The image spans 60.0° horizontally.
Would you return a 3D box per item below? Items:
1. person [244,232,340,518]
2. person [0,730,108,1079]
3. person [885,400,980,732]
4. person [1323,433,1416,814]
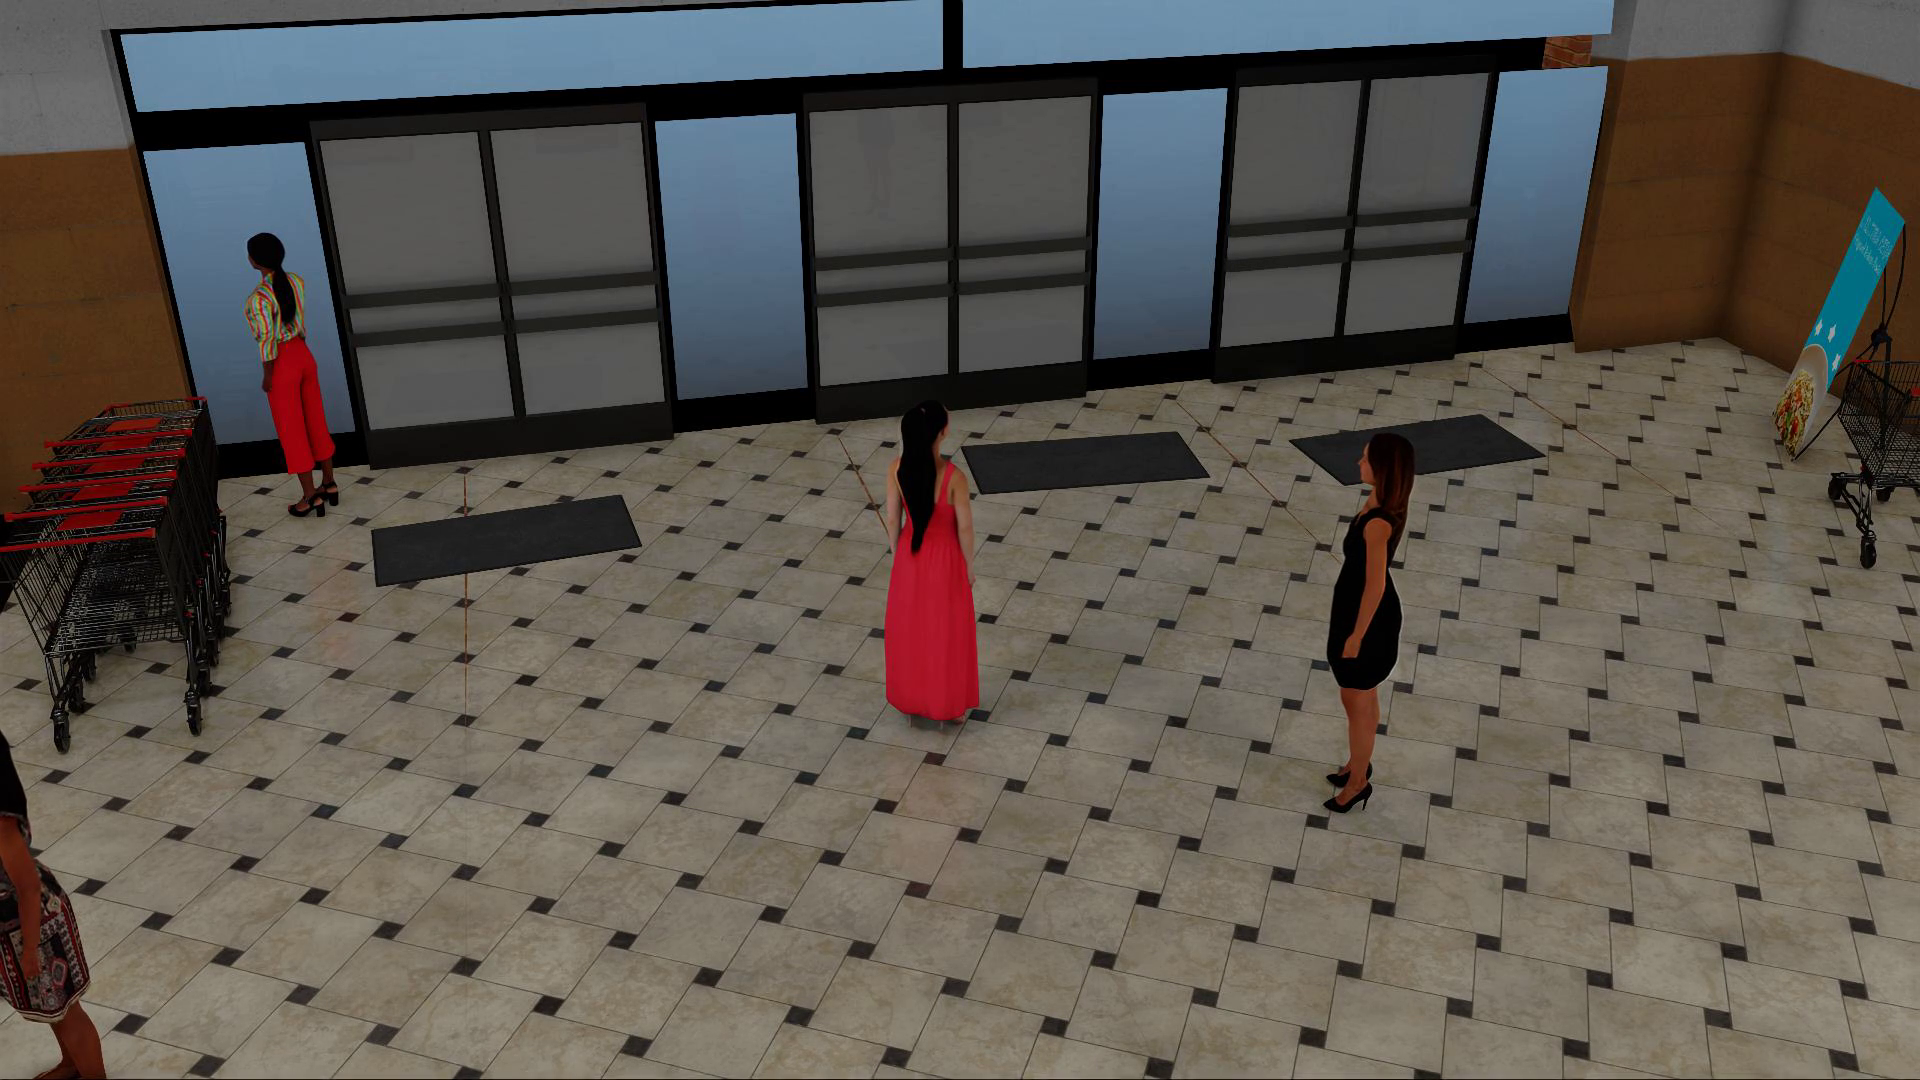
[{"bbox_3d":[-4.061,-0.995,10.087,0.740,1.793,0.635,7,28,14],"label":"person"},{"bbox_3d":[-3.217,1.302,5.720,0.784,1.645,0.643,-23,35,-37],"label":"person"},{"bbox_3d":[-0.143,0.136,7.931,0.714,1.726,0.746,10,28,18],"label":"person"},{"bbox_3d":[1.784,0.385,7.320,0.722,1.835,0.625,8,28,16],"label":"person"}]
